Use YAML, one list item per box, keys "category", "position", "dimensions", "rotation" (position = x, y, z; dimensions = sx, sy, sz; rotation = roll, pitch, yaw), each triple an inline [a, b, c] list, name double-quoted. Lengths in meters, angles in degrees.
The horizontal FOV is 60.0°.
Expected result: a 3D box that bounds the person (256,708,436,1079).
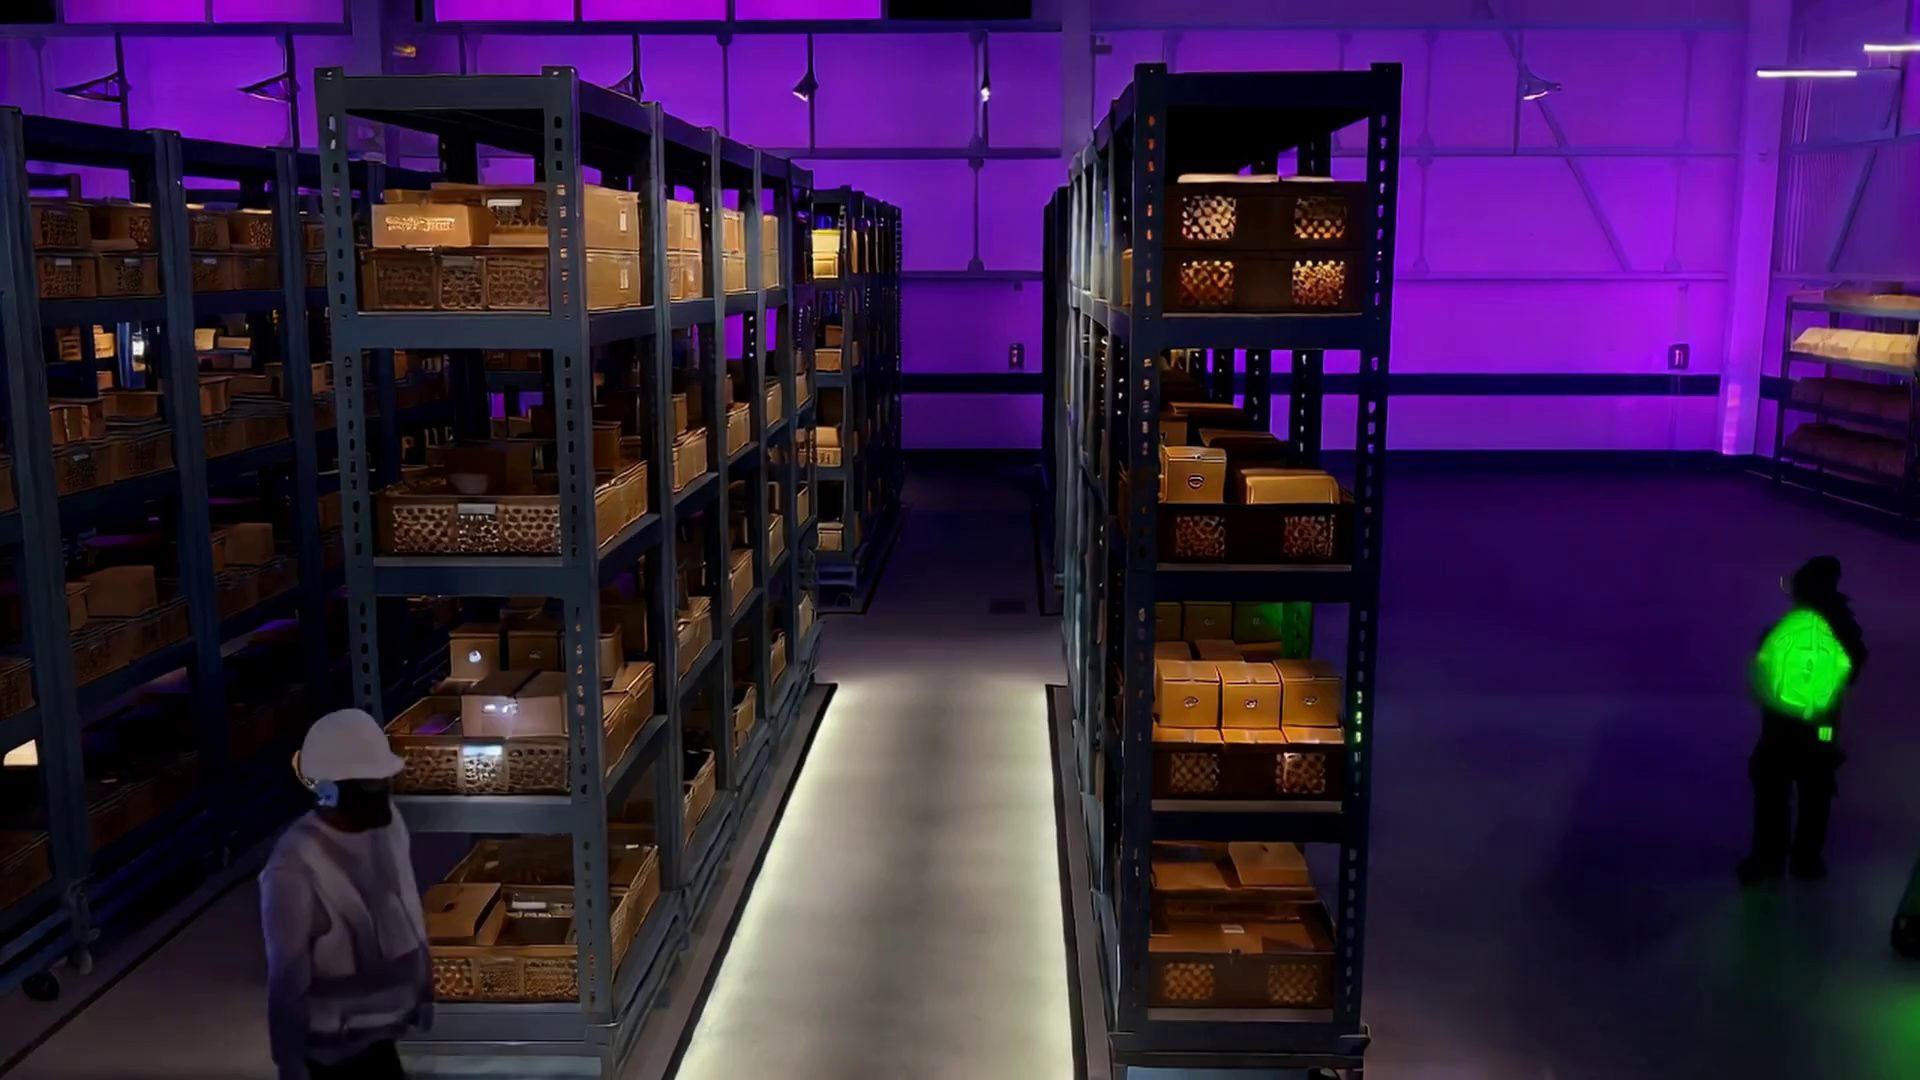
- category: "person"
  position: [-1.746, 1.340, 4.774]
  dimensions: [0.911, 1.792, 0.603]
  rotation: [1, 10, 7]
